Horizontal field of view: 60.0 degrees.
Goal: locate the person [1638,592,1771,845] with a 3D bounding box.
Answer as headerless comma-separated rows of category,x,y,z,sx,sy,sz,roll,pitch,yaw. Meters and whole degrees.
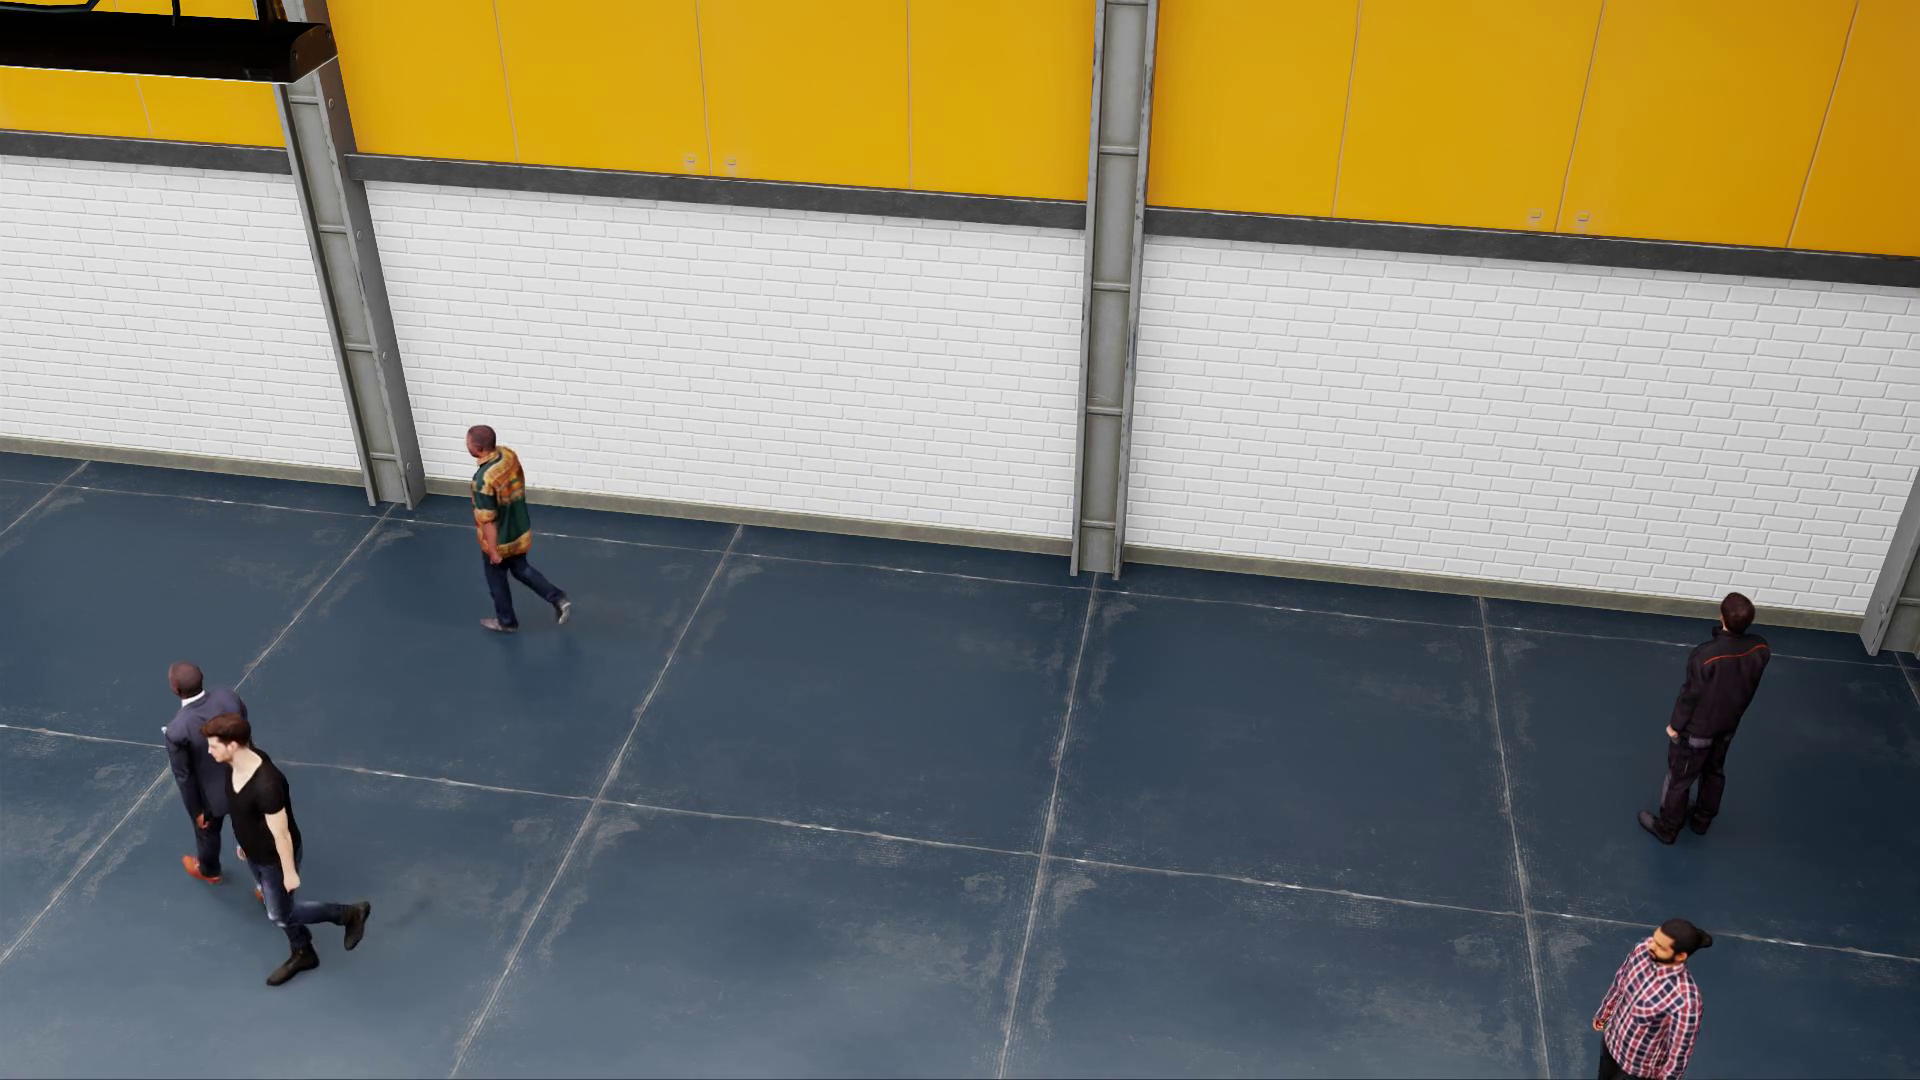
person,4.661,1.119,10.355,0.697,1.839,0.860,-10,35,-14

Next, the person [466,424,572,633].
person,-3.261,-0.054,12.164,1.009,1.790,0.744,9,35,13

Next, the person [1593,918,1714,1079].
person,3.450,2.534,8.306,0.703,1.751,0.751,-2,34,-3

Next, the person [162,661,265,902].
person,-4.295,1.503,9.818,1.163,1.795,0.995,22,40,30

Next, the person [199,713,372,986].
person,-3.806,1.717,9.427,0.976,1.871,1.007,29,43,36
